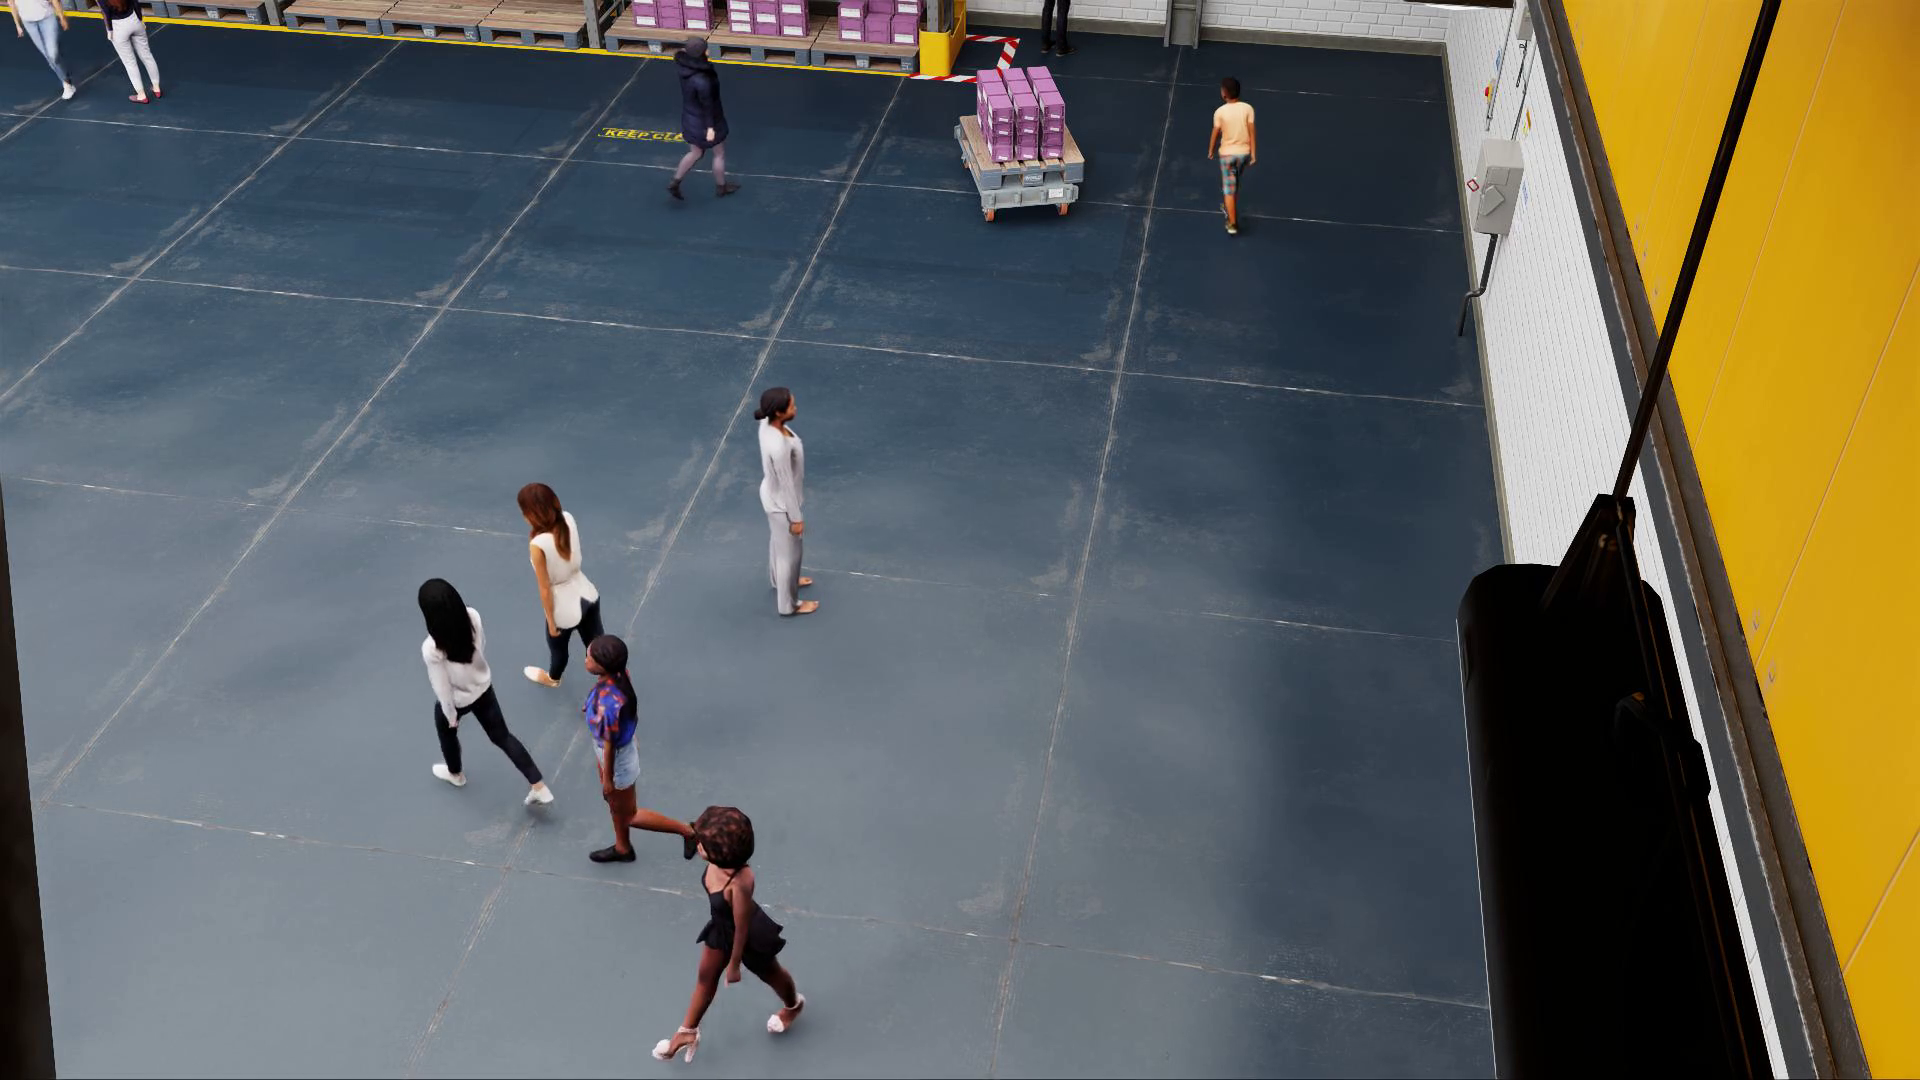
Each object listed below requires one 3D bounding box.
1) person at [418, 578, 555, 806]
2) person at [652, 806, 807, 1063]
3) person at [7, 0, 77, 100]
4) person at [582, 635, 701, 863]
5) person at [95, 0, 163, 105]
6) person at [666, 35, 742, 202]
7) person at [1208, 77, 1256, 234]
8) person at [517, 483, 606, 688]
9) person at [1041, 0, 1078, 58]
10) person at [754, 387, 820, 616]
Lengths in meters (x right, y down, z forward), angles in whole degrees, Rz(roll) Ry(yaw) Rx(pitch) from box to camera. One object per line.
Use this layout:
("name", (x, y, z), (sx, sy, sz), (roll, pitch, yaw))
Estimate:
("person", (-2.788, 0.940, 9.654), (1.204, 1.659, 0.883), (21, 43, 24))
("person", (-1.011, 1.951, 8.315), (1.116, 1.750, 1.005), (-20, 43, -23))
("person", (-9.798, -5.553, 17.746), (0.712, 1.707, 0.814), (-6, 39, -8))
("person", (-1.814, 1.218, 9.252), (1.003, 1.726, 0.763), (-4, 39, -5))
("person", (-8.890, -5.450, 17.697), (0.672, 1.607, 0.674), (25, 45, 27))
("person", (-2.520, -3.971, 15.808), (1.106, 1.654, 1.047), (-23, 44, -26))
("person", (2.576, -3.544, 15.456), (0.774, 1.426, 0.741), (-1, 39, -1))
("person", (-2.301, 0.437, 10.223), (1.133, 1.736, 0.837), (17, 42, 20))
("person", (1.093, -6.356, 18.682), (0.646, 1.793, 0.785), (27, 46, 30))
("person", (-1.196, -0.272, 11.112), (0.704, 1.734, 0.737), (-10, 40, -12))
